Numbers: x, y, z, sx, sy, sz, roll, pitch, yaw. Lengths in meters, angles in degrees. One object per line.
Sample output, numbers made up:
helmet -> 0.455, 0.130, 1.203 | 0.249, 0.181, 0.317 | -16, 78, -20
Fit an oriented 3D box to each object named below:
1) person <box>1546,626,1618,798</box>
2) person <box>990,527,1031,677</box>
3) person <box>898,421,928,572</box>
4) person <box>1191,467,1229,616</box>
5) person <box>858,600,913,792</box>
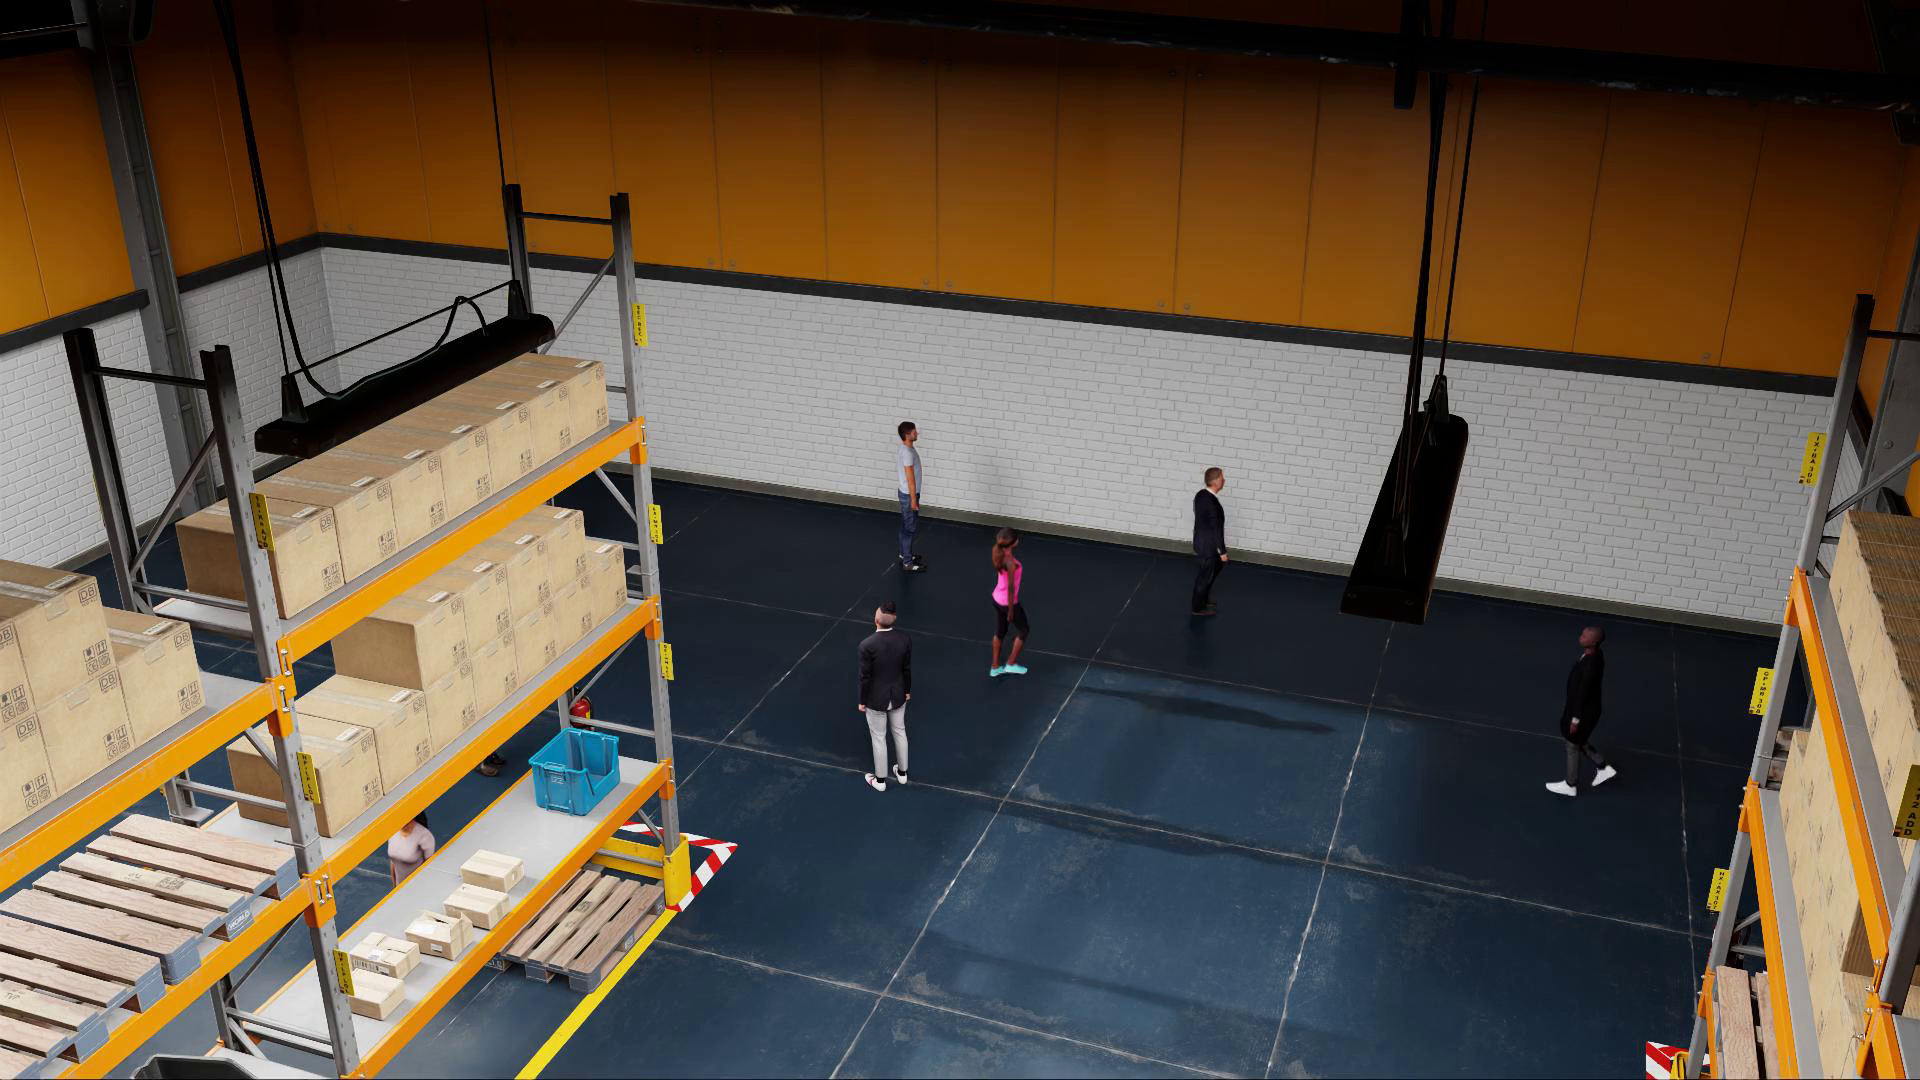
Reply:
person -> 5.855, 1.608, 15.382 | 0.736, 1.751, 0.777 | 10, 26, 22
person -> 0.409, 0.683, 17.550 | 0.778, 1.709, 0.715 | -9, 25, -19
person -> -0.625, -0.553, 20.180 | 0.771, 1.866, 0.659 | -4, 24, -10
person -> 2.750, 0.029, 18.930 | 0.839, 1.802, 0.705 | -1, 24, -2
person -> -0.686, 1.428, 15.545 | 0.775, 1.949, 0.852 | -12, 27, -26
